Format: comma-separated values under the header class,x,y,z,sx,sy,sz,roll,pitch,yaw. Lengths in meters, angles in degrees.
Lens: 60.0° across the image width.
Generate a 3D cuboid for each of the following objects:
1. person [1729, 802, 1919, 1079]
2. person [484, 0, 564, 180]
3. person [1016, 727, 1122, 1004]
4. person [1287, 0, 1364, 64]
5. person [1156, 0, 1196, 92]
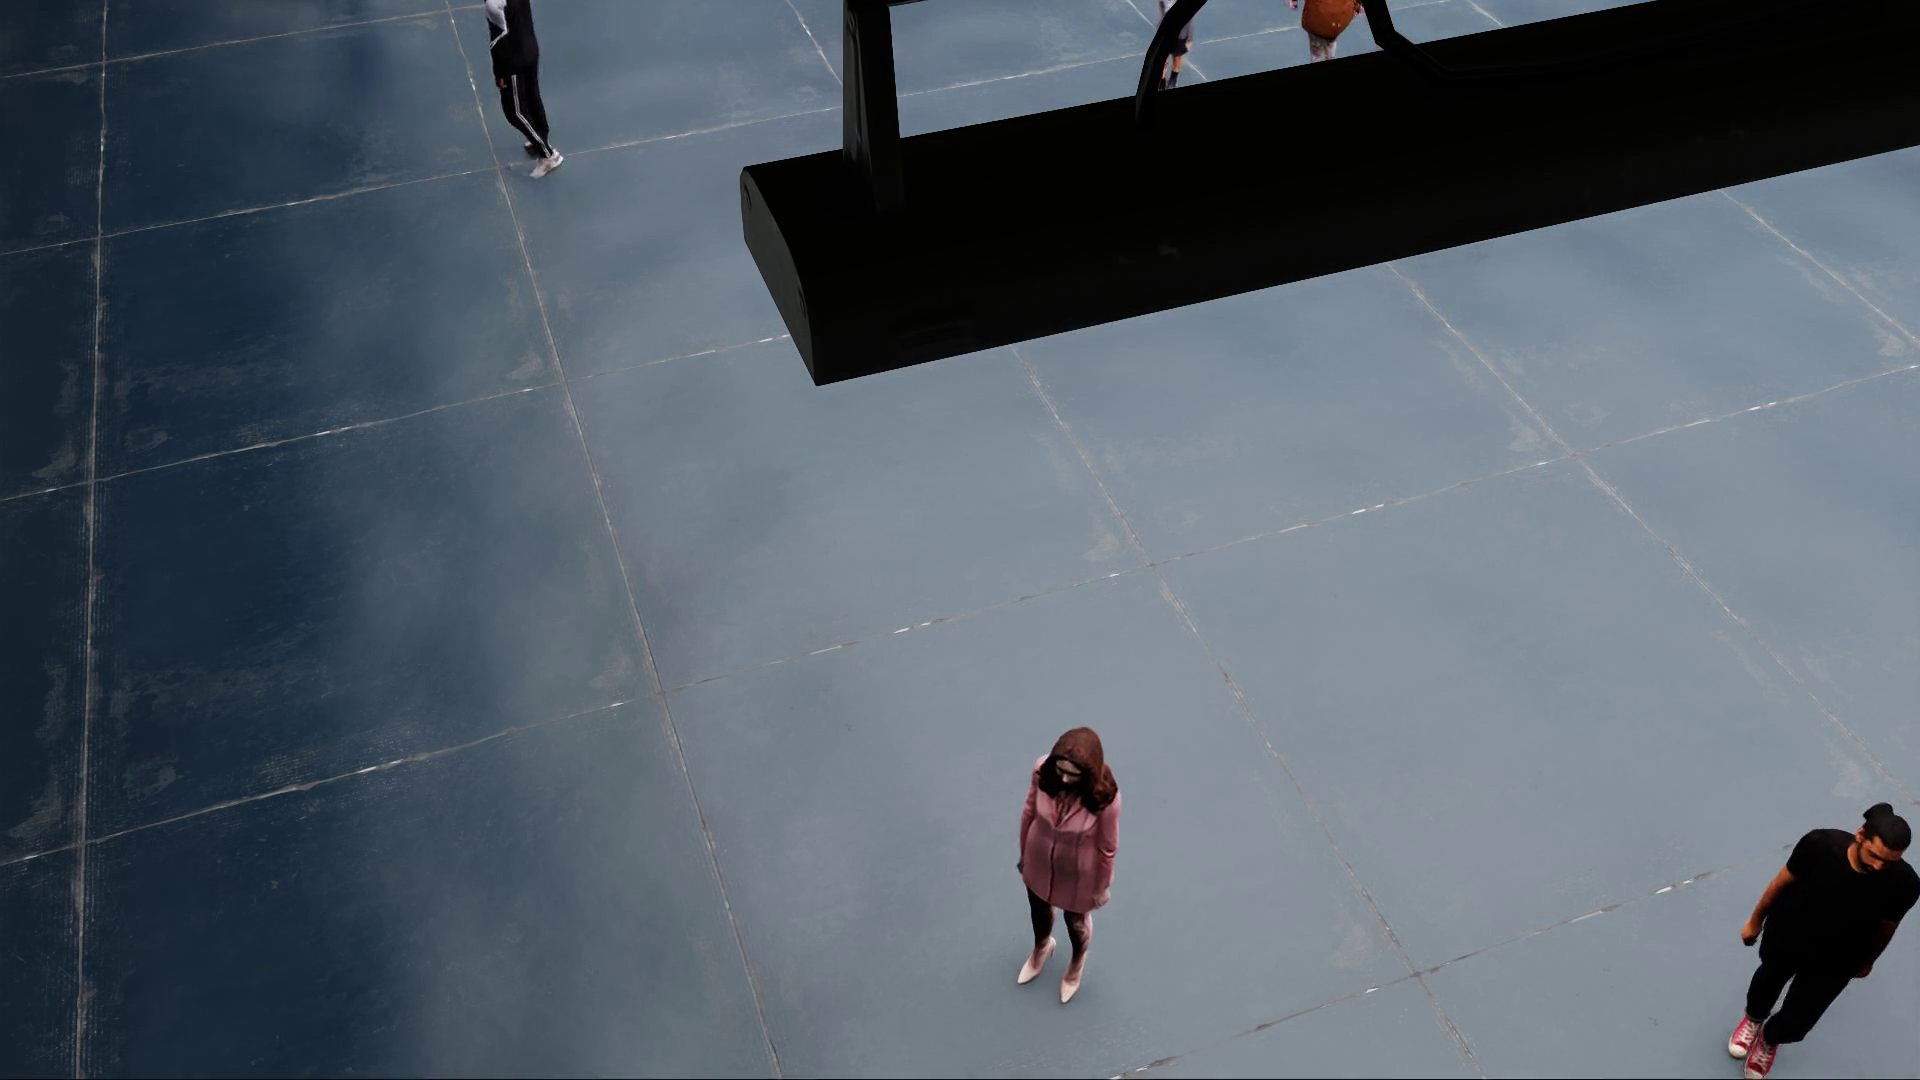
class,x,y,z,sx,sy,sz,roll,pitch,yaw
person,3.680,1.650,7.108,0.751,1.742,0.842,29,50,28
person,-3.395,-3.720,12.781,0.931,1.850,0.867,18,46,19
person,0.471,1.405,7.329,0.661,1.799,0.750,24,48,23
person,2.999,-4.218,13.347,0.709,1.803,0.932,-14,45,-14
person,1.812,-4.285,13.939,0.648,1.093,0.719,12,44,12
